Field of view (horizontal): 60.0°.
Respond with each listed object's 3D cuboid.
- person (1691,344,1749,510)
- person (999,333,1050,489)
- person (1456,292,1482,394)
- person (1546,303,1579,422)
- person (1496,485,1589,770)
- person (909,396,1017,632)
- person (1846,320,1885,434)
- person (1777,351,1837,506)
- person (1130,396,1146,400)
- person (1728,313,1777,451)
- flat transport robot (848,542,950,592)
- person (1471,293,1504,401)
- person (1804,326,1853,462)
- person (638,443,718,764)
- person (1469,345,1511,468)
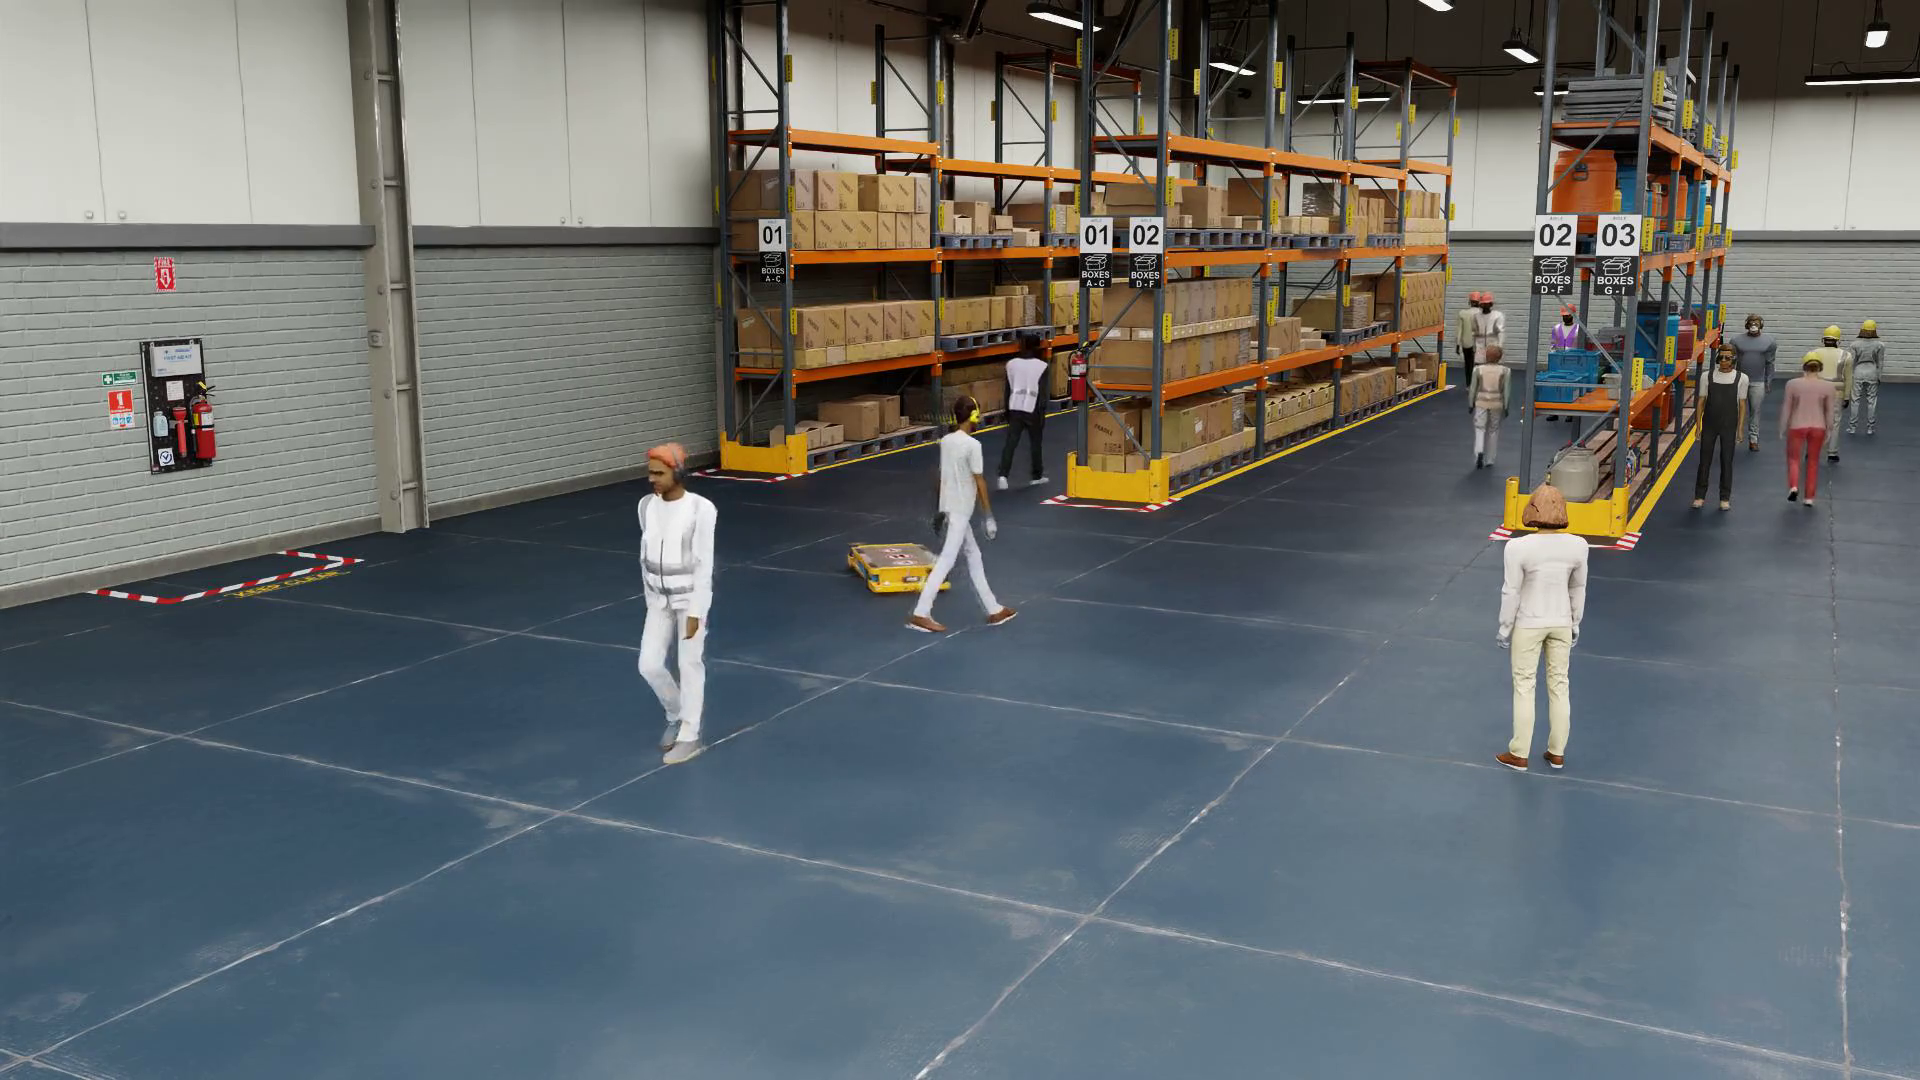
[{"bbox_3d":[8.425,-1.250,18.440,0.505,1.846,0.346,5,12,26],"label":"person"},{"bbox_3d":[0.760,-1.548,20.005,0.621,1.874,0.994,6,12,29],"label":"person"},{"bbox_3d":[9.858,-3.775,31.946,0.640,1.955,1.014,6,12,28],"label":"person"},{"bbox_3d":[9.883,-2.890,27.127,0.549,1.936,0.377,8,13,37],"label":"person"},{"bbox_3d":[3.299,0.502,9.461,0.500,1.633,0.279,-1,10,-8],"label":"person"},{"bbox_3d":[0.023,-0.196,12.819,0.949,1.807,0.613,-5,11,-25],"label":"person"},{"bbox_3d":[13.901,-2.505,25.559,0.483,1.745,0.306,4,11,22],"label":"person"},{"bbox_3d":[9.531,-1.255,18.739,0.587,1.741,0.439,4,11,20],"label":"person"},{"bbox_3d":[2.629,-2.061,22.923,0.595,1.830,0.403,5,11,23],"label":"person"},{"bbox_3d":[11.148,-2.223,23.490,0.630,1.940,0.372,4,11,21],"label":"person"},{"bbox_3d":[-0.560,0.223,14.699,0.652,0.197,1.431,-2,11,-13],"label":"flat transport robot"},{"bbox_3d":[9.733,-3.570,30.740,0.610,1.992,1.080,5,12,25],"label":"person"},{"bbox_3d":[11.635,-1.955,22.318,0.596,1.832,0.404,7,13,34],"label":"person"},{"bbox_3d":[-1.638,0.371,9.544,0.571,1.870,0.429,5,12,26],"label":"person"},{"bbox_3d":[6.917,-1.744,21.748,0.522,1.613,0.719,4,11,20],"label":"person"}]
